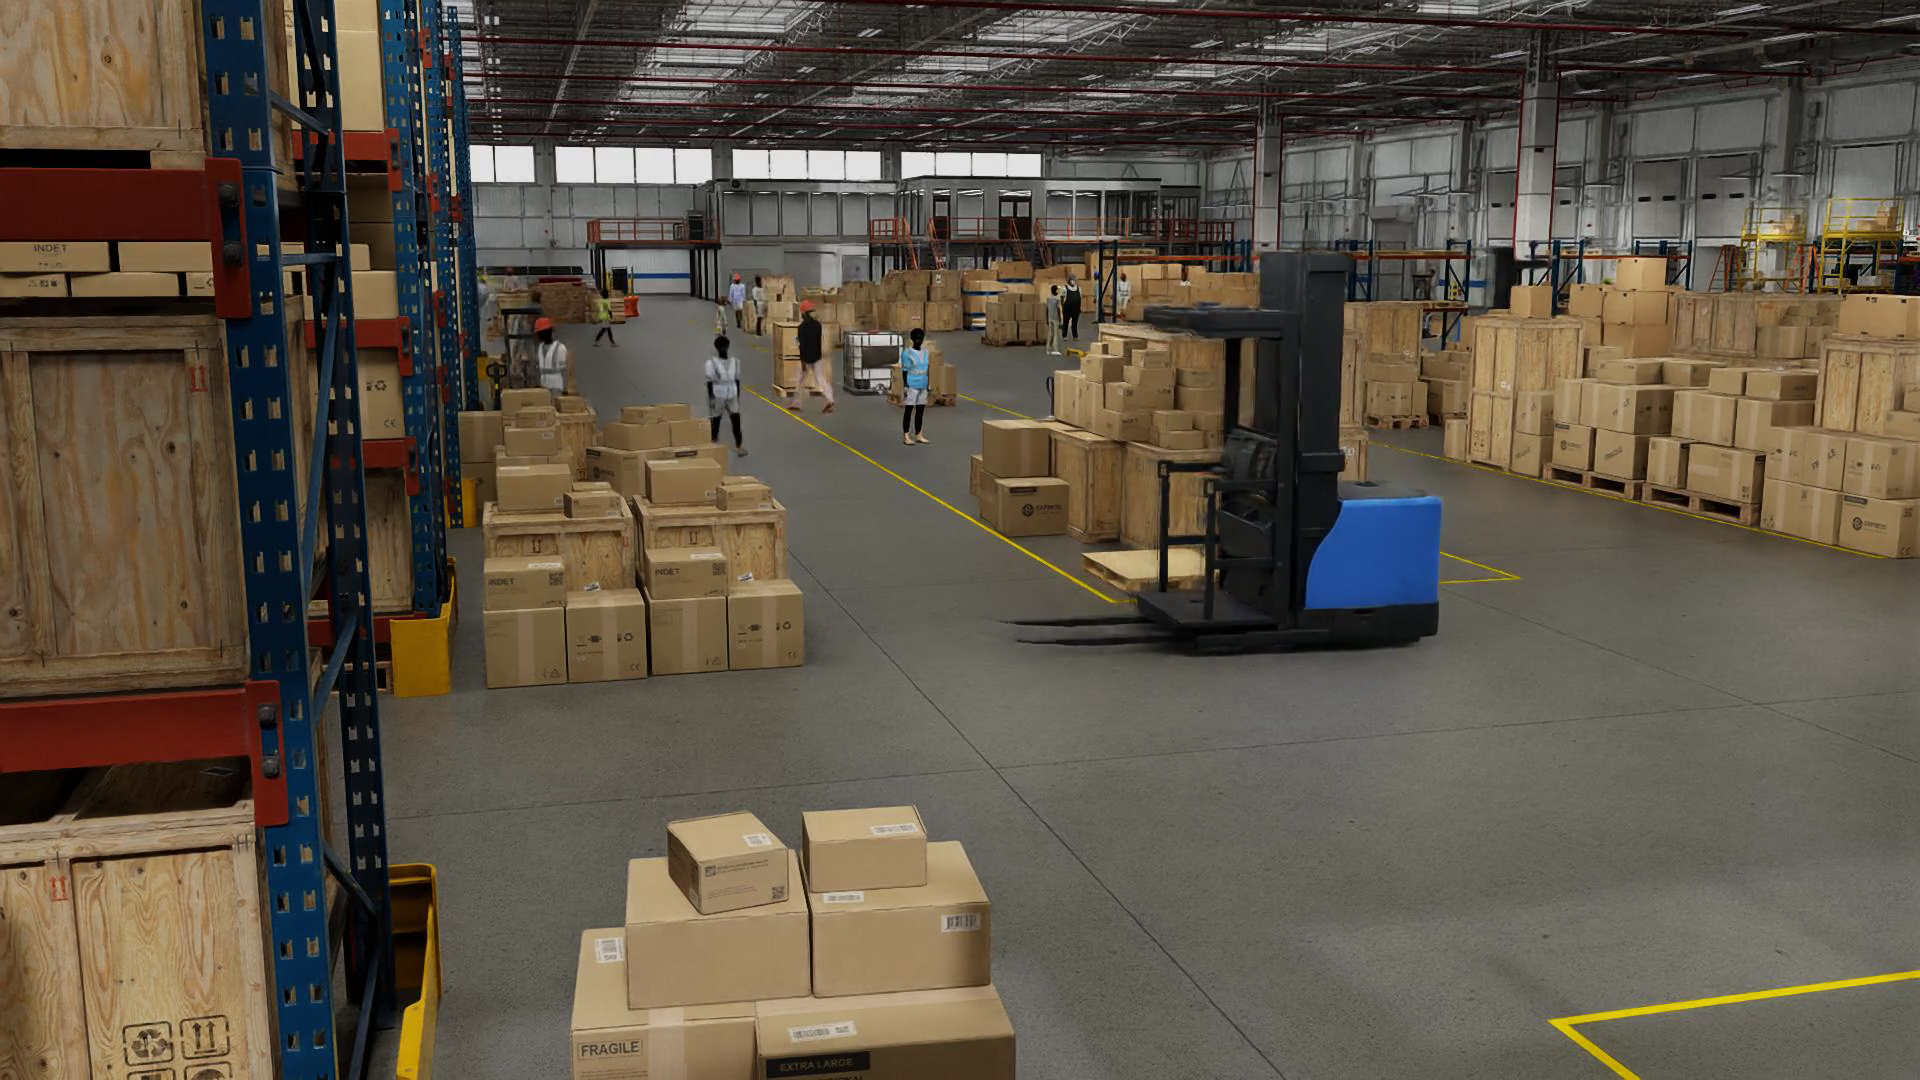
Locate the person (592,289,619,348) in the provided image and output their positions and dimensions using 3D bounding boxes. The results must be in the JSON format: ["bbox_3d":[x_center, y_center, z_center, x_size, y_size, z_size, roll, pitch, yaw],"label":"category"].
[{"bbox_3d":[-10.135,-6.306,47.336,0.845,1.662,0.538,-8,13,-38],"label":"person"}]

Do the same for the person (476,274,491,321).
[{"bbox_3d":[-18.414,-9.346,64.166,0.600,1.804,0.875,-7,12,-35],"label":"person"}]

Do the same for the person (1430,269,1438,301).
[{"bbox_3d":[21.759,-11.502,76.305,0.555,1.821,0.828,-4,11,-23],"label":"person"}]

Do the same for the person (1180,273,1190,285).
[{"bbox_3d":[8.426,-9.068,62.379,0.353,1.877,0.573,-5,11,-28],"label":"person"}]

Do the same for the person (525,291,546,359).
[{"bbox_3d":[-8.978,-4.339,35.440,0.649,1.922,0.506,7,12,36],"label":"person"}]

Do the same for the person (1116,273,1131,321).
[{"bbox_3d":[6.285,-9.371,64.174,0.587,1.851,0.935,0,10,3],"label":"person"}]

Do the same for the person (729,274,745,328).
[{"bbox_3d":[-7.852,-8.451,58.821,0.545,1.907,0.909,1,10,4],"label":"person"}]

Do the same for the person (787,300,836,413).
[{"bbox_3d":[-2.546,-3.152,28.683,1.010,1.954,0.618,9,13,40],"label":"person"}]

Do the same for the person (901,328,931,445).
[{"bbox_3d":[-0.631,-2.220,24.104,0.538,1.692,0.319,-10,14,-43],"label":"person"}]

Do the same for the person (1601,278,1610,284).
[{"bbox_3d":[20.144,-7.170,51.645,0.704,1.883,0.390,7,12,36],"label":"person"}]

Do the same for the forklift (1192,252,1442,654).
[{"bbox_3d":[2.462,-0.689,12.077,1.873,2.768,1.129,-2,10,-12],"label":"forklift"}]

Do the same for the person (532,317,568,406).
[{"bbox_3d":[-5.602,-2.152,23.123,0.584,1.907,0.753,6,12,31],"label":"person"}]

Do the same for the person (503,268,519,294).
[{"bbox_3d":[-19.029,-10.527,70.387,0.646,1.948,0.997,0,10,2],"label":"person"}]

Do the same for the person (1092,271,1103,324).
[{"bbox_3d":[5.085,-8.955,61.516,0.390,1.949,0.602,4,11,22],"label":"person"}]

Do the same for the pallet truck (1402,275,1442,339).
[{"bbox_3d":[14.620,-7.324,52.145,0.823,1.965,1.885,8,13,40],"label":"pallet truck"}]

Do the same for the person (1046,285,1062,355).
[{"bbox_3d":[2.492,-5.831,44.099,0.321,1.859,0.513,-9,13,-42],"label":"person"}]

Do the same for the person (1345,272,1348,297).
[{"bbox_3d":[19.658,-12.832,83.807,0.648,1.831,0.487,-1,10,-8],"label":"person"}]

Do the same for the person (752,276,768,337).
[{"bbox_3d":[-6.399,-7.415,52.892,0.579,1.923,0.694,6,12,30],"label":"person"}]

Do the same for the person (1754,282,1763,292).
[{"bbox_3d":[21.083,-5.846,43.974,0.642,1.929,0.385,-5,11,-26],"label":"person"}]

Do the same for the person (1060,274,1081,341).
[{"bbox_3d":[3.403,-7.060,50.529,0.674,2.000,0.535,-3,11,-17],"label":"person"}]

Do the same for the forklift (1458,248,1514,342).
[{"bbox_3d":[13.102,-5.664,40.246,1.873,2.768,1.129,4,11,24],"label":"forklift"}]

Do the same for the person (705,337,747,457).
[{"bbox_3d":[-3.234,-1.968,22.814,0.536,1.642,0.881,-6,12,-31],"label":"person"}]

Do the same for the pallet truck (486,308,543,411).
[{"bbox_3d":[-6.242,-2.418,24.362,0.823,1.965,1.885,1,10,3],"label":"pallet truck"}]

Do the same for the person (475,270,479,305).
[{"bbox_3d":[-23.550,-12.259,80.844,0.305,1.748,0.499,2,10,9],"label":"person"}]

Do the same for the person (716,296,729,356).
[{"bbox_3d":[-5.893,-5.234,41.332,0.310,1.637,0.521,-2,10,-11],"label":"person"}]
